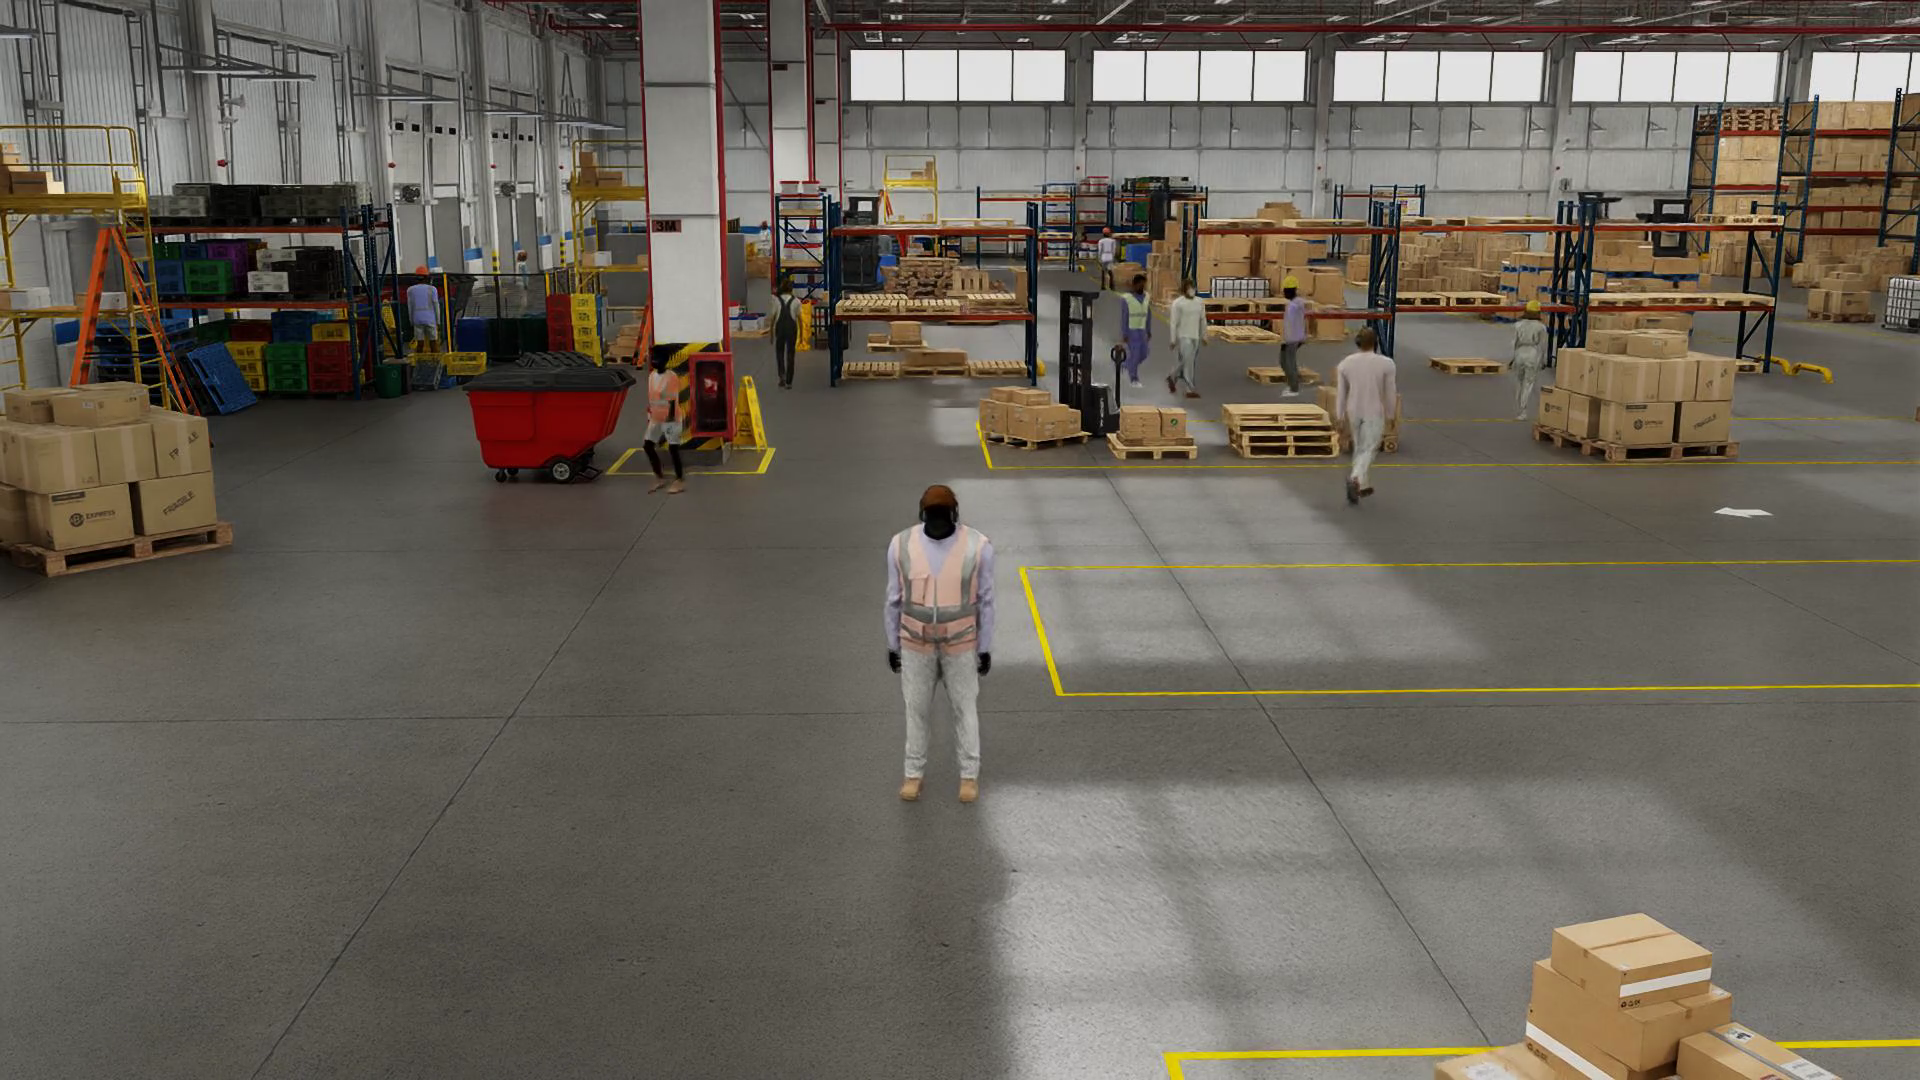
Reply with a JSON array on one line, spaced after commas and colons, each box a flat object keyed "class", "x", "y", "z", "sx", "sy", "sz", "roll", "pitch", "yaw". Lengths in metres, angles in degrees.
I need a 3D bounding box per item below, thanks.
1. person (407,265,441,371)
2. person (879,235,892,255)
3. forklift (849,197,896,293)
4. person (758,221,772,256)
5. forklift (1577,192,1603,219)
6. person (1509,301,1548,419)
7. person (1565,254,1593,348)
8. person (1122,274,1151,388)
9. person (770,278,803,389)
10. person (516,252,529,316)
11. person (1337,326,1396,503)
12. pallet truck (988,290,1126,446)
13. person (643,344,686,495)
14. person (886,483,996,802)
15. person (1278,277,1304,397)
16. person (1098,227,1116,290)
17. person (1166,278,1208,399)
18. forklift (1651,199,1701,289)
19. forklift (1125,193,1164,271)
[{"class": "person", "x": -9.405, "y": -3.851, "z": 29.243, "sx": 0.542, "sy": 1.942, "sz": 0.350, "roll": -1, "pitch": 13, "yaw": -3}, {"class": "person", "x": -2.433, "y": -8.865, "z": 51.974, "sx": 0.661, "sy": 1.897, "sz": 0.957, "roll": 0, "pitch": 12, "yaw": 2}, {"class": "forklift", "x": -2.825, "y": -8.797, "z": 49.440, "sx": 1.129, "sy": 2.768, "sz": 1.873, "roll": 8, "pitch": 15, "yaw": 32}, {"class": "person", "x": -6.939, "y": -10.381, "z": 58.975, "sx": 0.779, "sy": 1.851, "sz": 0.437, "roll": 8, "pitch": 15, "yaw": 31}, {"class": "forklift", "x": 23.271, "y": -11.511, "z": 61.693, "sx": 1.129, "sy": 2.768, "sz": 1.873, "roll": -5, "pitch": 13, "yaw": -21}, {"class": "person", "x": 8.327, "y": -2.638, "z": 24.293, "sx": 0.502, "sy": 1.700, "sz": 0.870, "roll": 8, "pitch": 15, "yaw": 32}, {"class": "person", "x": 12.300, "y": -4.730, "z": 33.155, "sx": 0.614, "sy": 1.964, "sz": 0.361, "roll": -7, "pitch": 14, "yaw": -27}, {"class": "person", "x": 2.927, "y": -3.492, "z": 27.741, "sx": 0.629, "sy": 1.889, "sz": 0.505, "roll": -8, "pitch": 15, "yaw": -33}, {"class": "person", "x": -2.875, "y": -3.433, "z": 27.614, "sx": 0.552, "sy": 1.823, "sz": 0.688, "roll": -1, "pitch": 13, "yaw": -4}, {"class": "person", "x": -10.713, "y": -6.241, "z": 40.752, "sx": 0.312, "sy": 1.633, "sz": 0.521, "roll": -6, "pitch": 14, "yaw": -27}, {"class": "person", "x": 4.379, "y": -1.357, "z": 18.061, "sx": 0.632, "sy": 1.920, "sz": 0.844, "roll": 8, "pitch": 15, "yaw": 33}, {"class": "pallet truck", "x": 1.257, "y": -2.299, "z": 22.111, "sx": 1.885, "sy": 1.965, "sz": 0.823, "roll": -9, "pitch": 15, "yaw": -35}, {"class": "person", "x": -3.301, "y": -1.320, "z": 18.420, "sx": 0.545, "sy": 1.681, "sz": 0.525, "roll": 10, "pitch": 16, "yaw": 39}, {"class": "person", "x": -0.114, "y": 0.584, "z": 9.458, "sx": 0.624, "sy": 1.842, "sz": 0.429, "roll": 1, "pitch": 13, "yaw": 6}, {"class": "person", "x": 5.239, "y": -3.223, "z": 26.450, "sx": 0.477, "sy": 1.912, "sz": 0.599, "roll": 5, "pitch": 13, "yaw": 22}, {"class": "person", "x": 4.450, "y": -8.507, "z": 50.321, "sx": 0.563, "sy": 1.922, "sz": 0.685, "roll": -1, "pitch": 13, "yaw": -6}, {"class": "person", "x": 3.579, "y": -3.237, "z": 26.564, "sx": 0.633, "sy": 1.914, "sz": 0.875, "roll": -9, "pitch": 15, "yaw": -35}, {"class": "forklift", "x": 19.217, "y": -7.831, "z": 45.080, "sx": 1.129, "sy": 2.768, "sz": 1.873, "roll": 0, "pitch": 12, "yaw": -2}, {"class": "forklift", "x": 6.696, "y": -10.486, "z": 57.066, "sx": 1.873, "sy": 2.768, "sz": 1.129, "roll": -2, "pitch": 13, "yaw": -8}]
